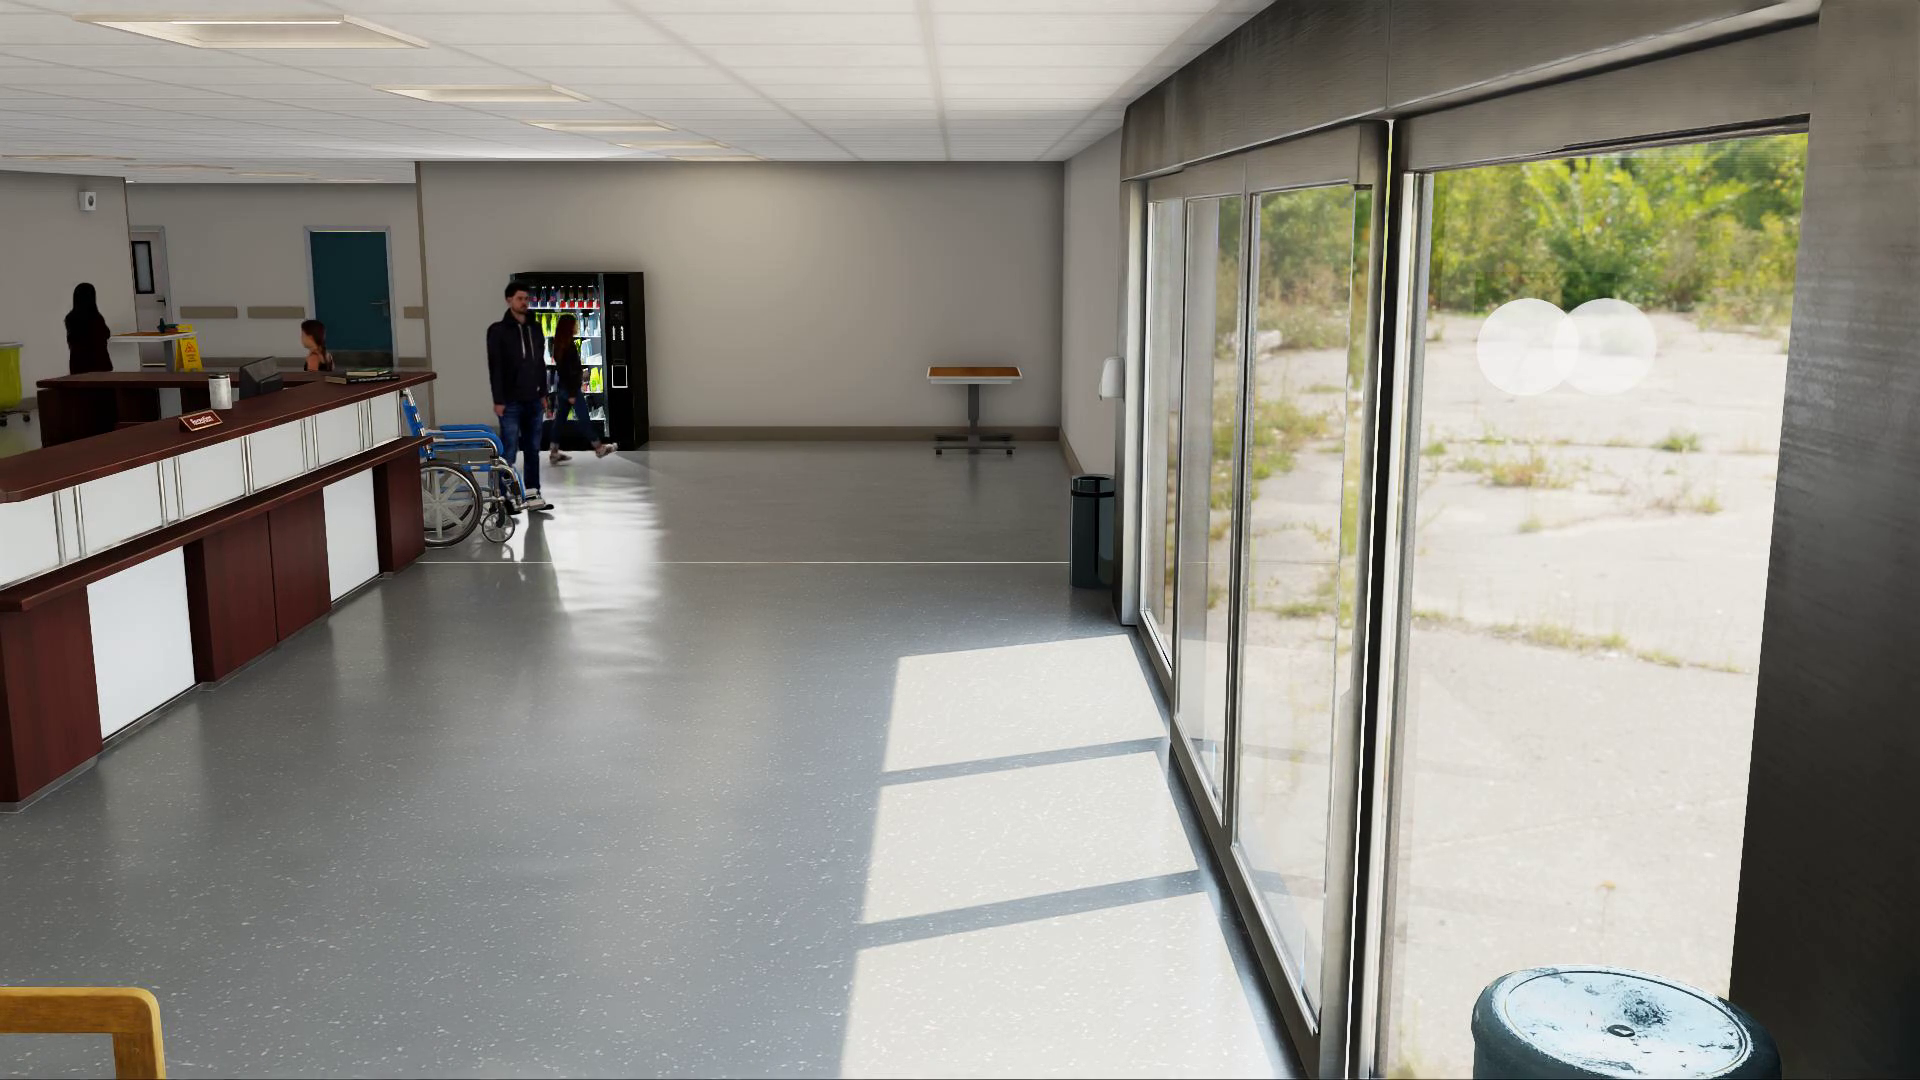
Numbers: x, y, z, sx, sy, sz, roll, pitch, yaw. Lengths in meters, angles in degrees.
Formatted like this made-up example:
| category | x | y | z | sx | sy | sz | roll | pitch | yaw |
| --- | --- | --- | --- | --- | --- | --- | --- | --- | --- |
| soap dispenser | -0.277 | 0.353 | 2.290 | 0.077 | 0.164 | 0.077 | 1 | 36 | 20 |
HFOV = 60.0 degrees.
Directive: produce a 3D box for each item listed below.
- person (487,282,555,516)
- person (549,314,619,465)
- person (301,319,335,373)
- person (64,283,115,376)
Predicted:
| category | x | y | z | sx | sy | sz | roll | pitch | yaw |
| --- | --- | --- | --- | --- | --- | --- | --- | --- | --- |
| person | -3.571 | -1.143 | 13.440 | 0.809 | 1.886 | 0.758 | 9 | 14 | 40 |
| person | -3.886 | -1.458 | 16.266 | 0.997 | 1.450 | 0.902 | -9 | 14 | -39 |
| person | -5.243 | -1.061 | 13.895 | 0.553 | 1.554 | 0.524 | 0 | 11 | -2 |
| person | -8.832 | -1.697 | 16.732 | 0.875 | 1.748 | 0.915 | 6 | 12 | 29 |
